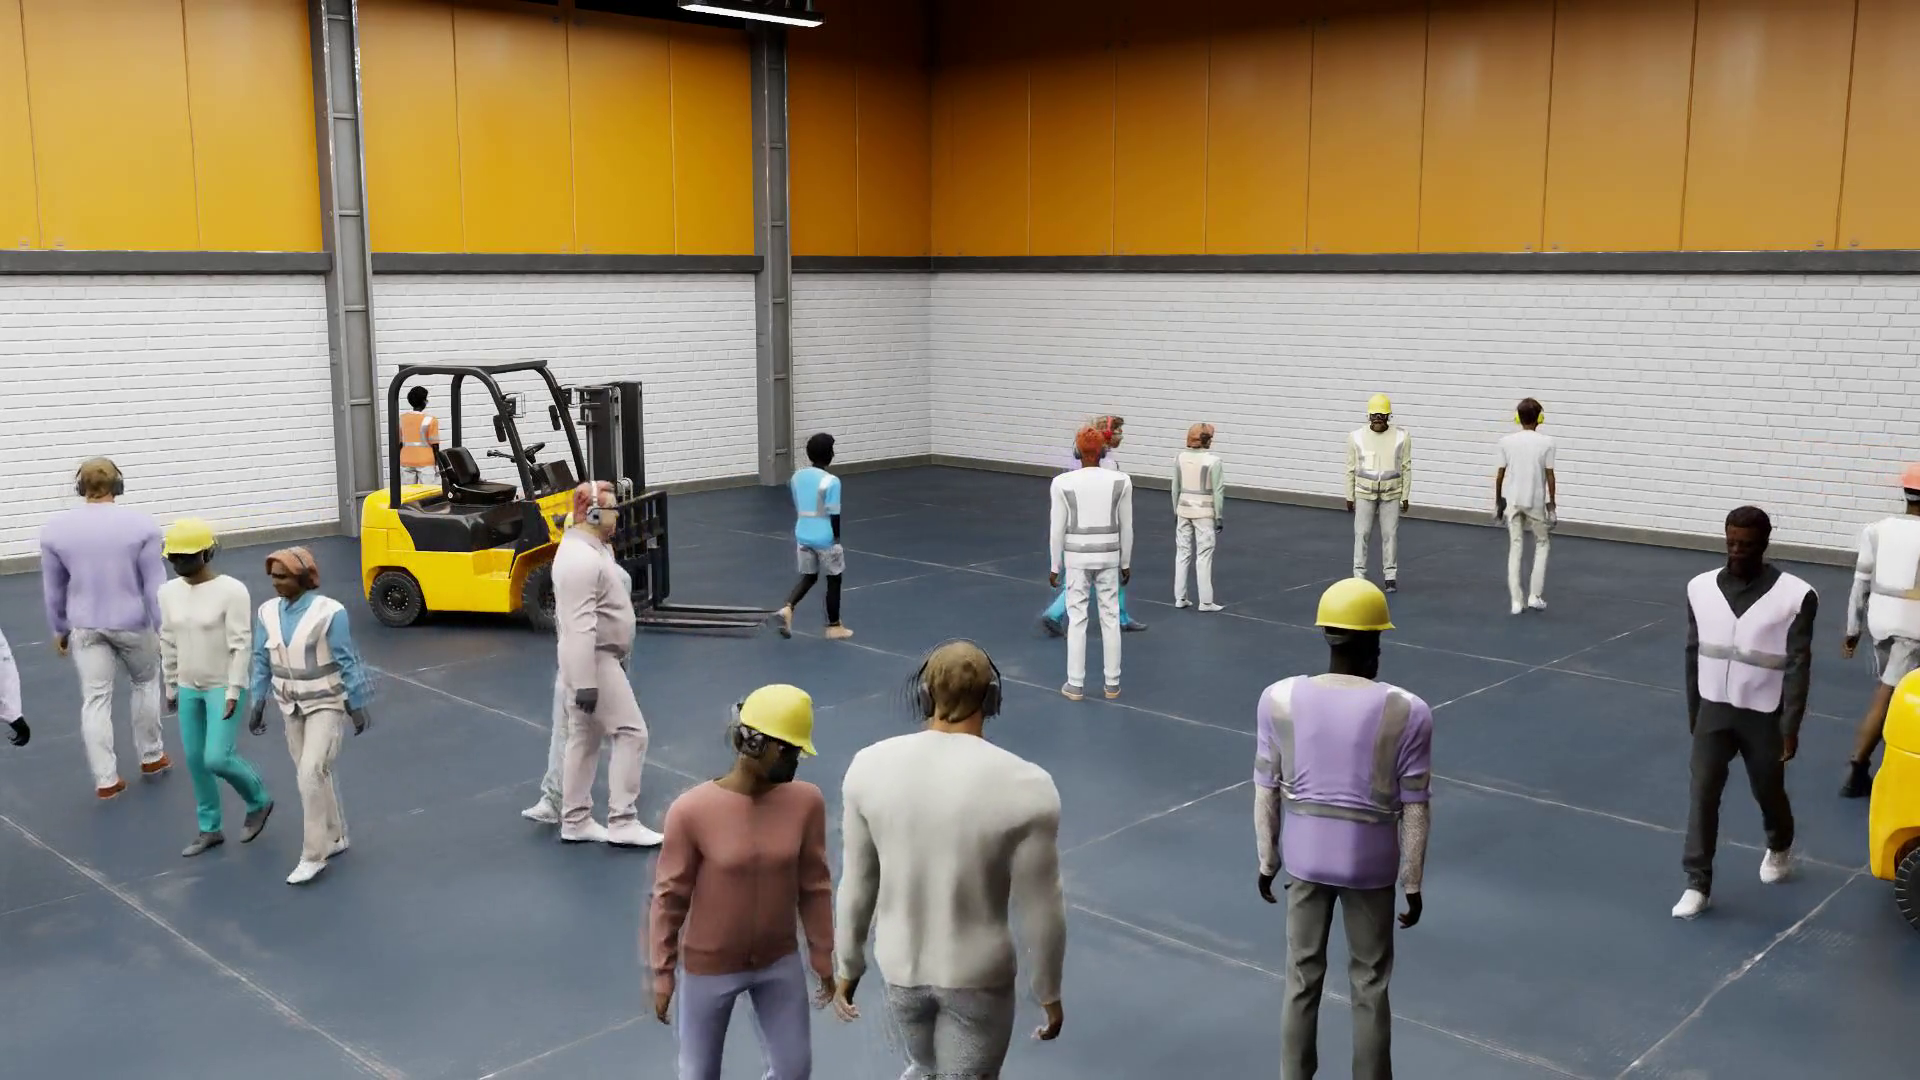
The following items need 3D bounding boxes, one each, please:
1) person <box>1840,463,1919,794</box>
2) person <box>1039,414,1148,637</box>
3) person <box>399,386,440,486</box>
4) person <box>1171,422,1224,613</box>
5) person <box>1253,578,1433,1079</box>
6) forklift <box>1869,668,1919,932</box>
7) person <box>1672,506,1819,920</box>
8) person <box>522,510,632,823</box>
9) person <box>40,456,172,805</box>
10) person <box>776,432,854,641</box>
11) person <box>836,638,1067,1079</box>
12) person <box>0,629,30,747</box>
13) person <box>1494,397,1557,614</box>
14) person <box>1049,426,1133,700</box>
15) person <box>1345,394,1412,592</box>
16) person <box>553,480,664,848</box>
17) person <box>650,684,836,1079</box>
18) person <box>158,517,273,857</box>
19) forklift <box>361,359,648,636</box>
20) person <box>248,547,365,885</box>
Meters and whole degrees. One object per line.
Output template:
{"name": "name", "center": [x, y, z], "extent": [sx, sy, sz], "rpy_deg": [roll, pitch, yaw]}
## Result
{"name": "person", "center": [5.373, 0.488, 9.429], "extent": [1.039, 1.874, 0.540], "rpy_deg": [-5, 10, -27]}
{"name": "person", "center": [1.071, -0.107, 13.311], "extent": [0.902, 1.806, 0.579], "rpy_deg": [-2, 9, -12]}
{"name": "person", "center": [-5.848, -0.819, 18.013], "extent": [0.525, 1.689, 0.320], "rpy_deg": [3, 10, 15]}
{"name": "person", "center": [2.045, -0.194, 14.340], "extent": [0.516, 1.636, 0.314], "rpy_deg": [9, 13, 44]}
{"name": "person", "center": [1.286, 1.083, 5.629], "extent": [0.589, 1.924, 0.383], "rpy_deg": [4, 10, 25]}
{"name": "forklift", "center": [5.205, 0.723, 7.013], "extent": [2.313, 2.155, 1.214], "rpy_deg": [9, 13, 43]}
{"name": "person", "center": [3.650, 0.764, 7.718], "extent": [0.591, 1.891, 0.916], "rpy_deg": [9, 13, 43]}
{"name": "person", "center": [-1.989, 0.667, 8.882], "extent": [0.500, 1.689, 0.884], "rpy_deg": [3, 10, 17]}
{"name": "person", "center": [-4.774, 0.477, 9.388], "extent": [0.656, 1.905, 0.844], "rpy_deg": [-2, 10, -14]}
{"name": "person", "center": [-1.143, -0.009, 13.074], "extent": [0.542, 1.677, 0.623], "rpy_deg": [7, 12, 39]}
{"name": "person", "center": [-0.019, 1.234, 4.735], "extent": [0.671, 1.908, 0.518], "rpy_deg": [3, 10, 20]}
{"name": "person", "center": [-4.709, 0.834, 7.640], "extent": [1.001, 1.786, 0.636], "rpy_deg": [8, 12, 41]}
{"name": "person", "center": [4.884, -0.299, 14.301], "extent": [0.571, 1.854, 0.535], "rpy_deg": [6, 11, 34]}
{"name": "person", "center": [0.897, 0.161, 11.399], "extent": [0.573, 1.886, 0.357], "rpy_deg": [-1, 9, -4]}
{"name": "person", "center": [3.819, -0.428, 15.215], "extent": [0.591, 1.825, 0.403], "rpy_deg": [2, 9, 11]}
{"name": "person", "center": [-1.772, 0.641, 8.468], "extent": [0.664, 1.886, 0.674], "rpy_deg": [-3, 10, -16]}
{"name": "person", "center": [-0.671, 1.287, 4.993], "extent": [0.617, 1.734, 0.338], "rpy_deg": [-5, 11, -29]}
{"name": "person", "center": [-3.743, 0.739, 8.299], "extent": [0.541, 1.746, 0.462], "rpy_deg": [3, 10, 16]}
{"name": "forklift", "center": [-3.850, -0.407, 13.936], "extent": [2.313, 2.155, 1.214], "rpy_deg": [2, 9, 11]}
{"name": "person", "center": [-3.204, 0.842, 8.031], "extent": [0.543, 1.614, 0.649], "rpy_deg": [3, 10, 20]}
